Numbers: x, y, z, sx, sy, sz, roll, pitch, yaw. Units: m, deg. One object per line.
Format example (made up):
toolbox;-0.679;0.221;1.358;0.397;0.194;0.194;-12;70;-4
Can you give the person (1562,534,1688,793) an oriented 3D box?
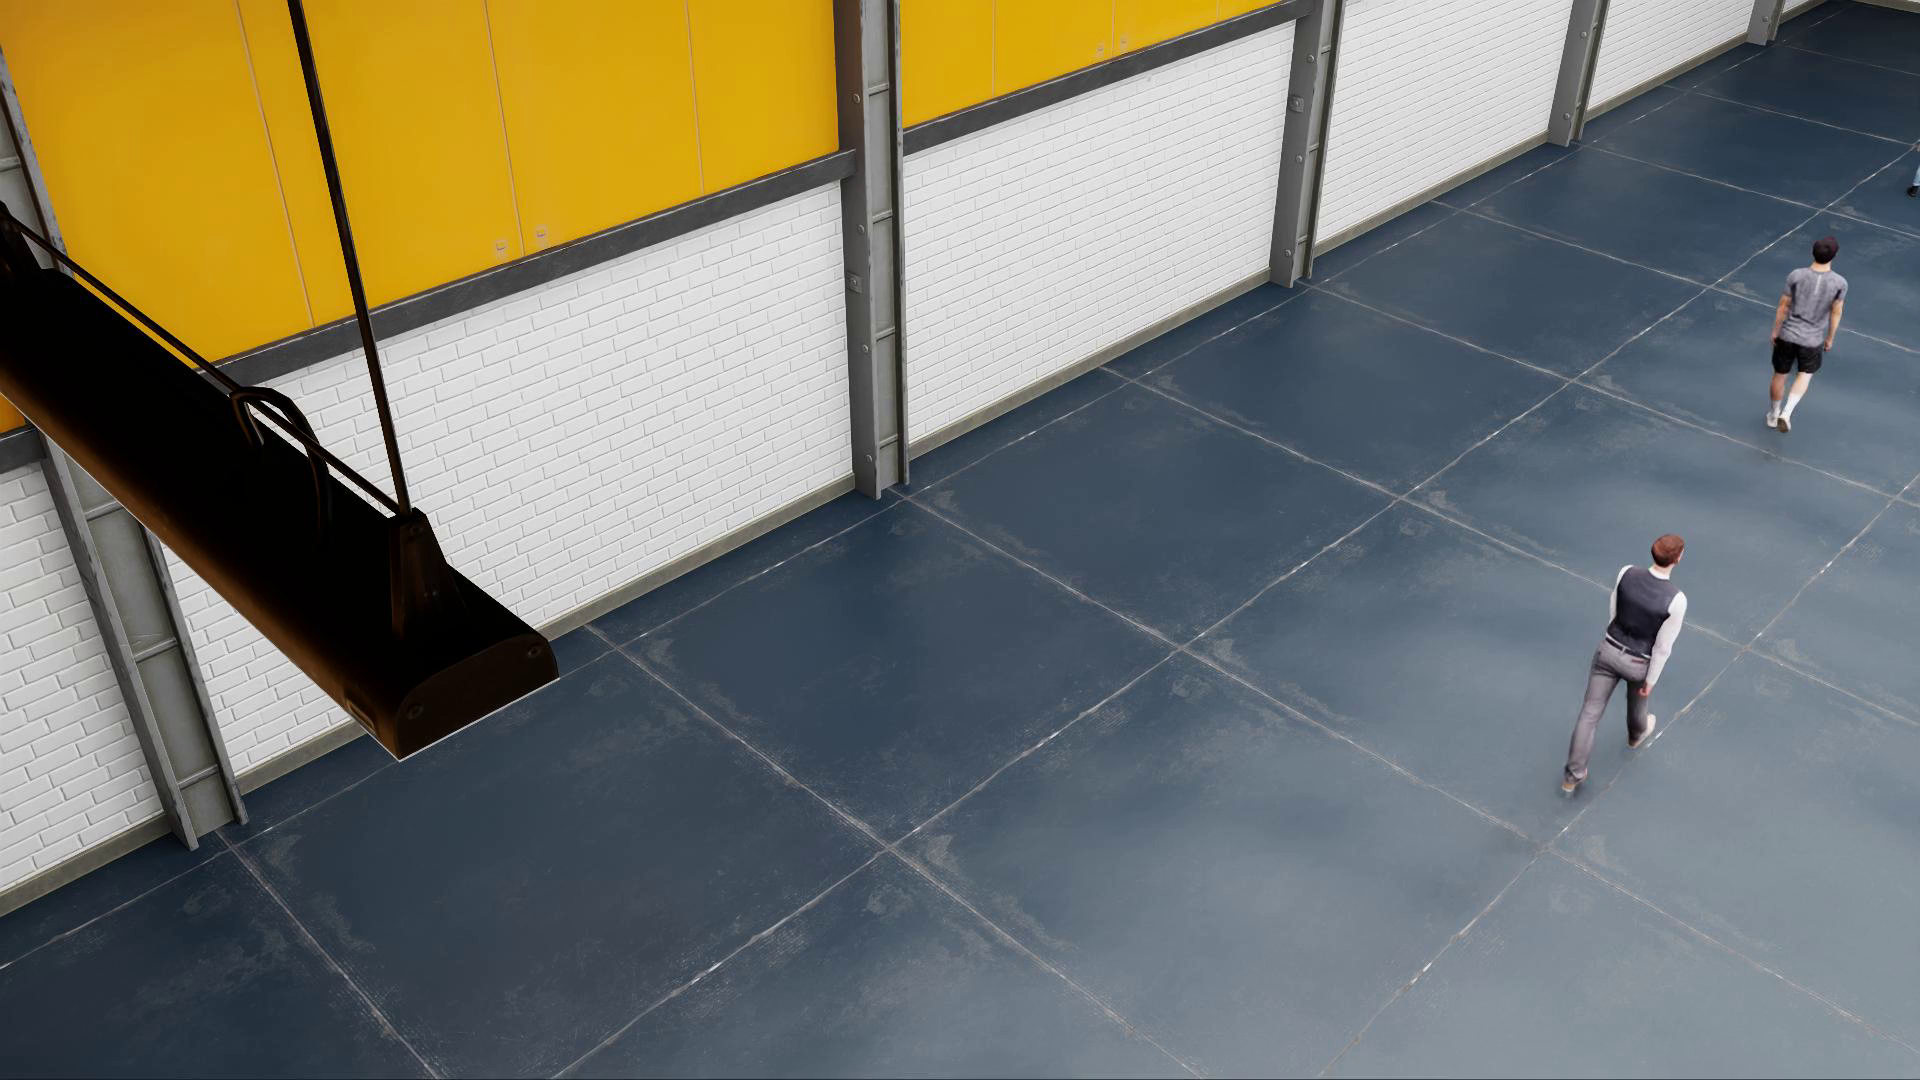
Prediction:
person;4.267;0.827;10.782;0.639;1.875;1.237;29;43;36

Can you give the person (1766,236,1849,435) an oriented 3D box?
person;7.431;-1.771;14.703;0.806;1.861;0.932;17;37;24
